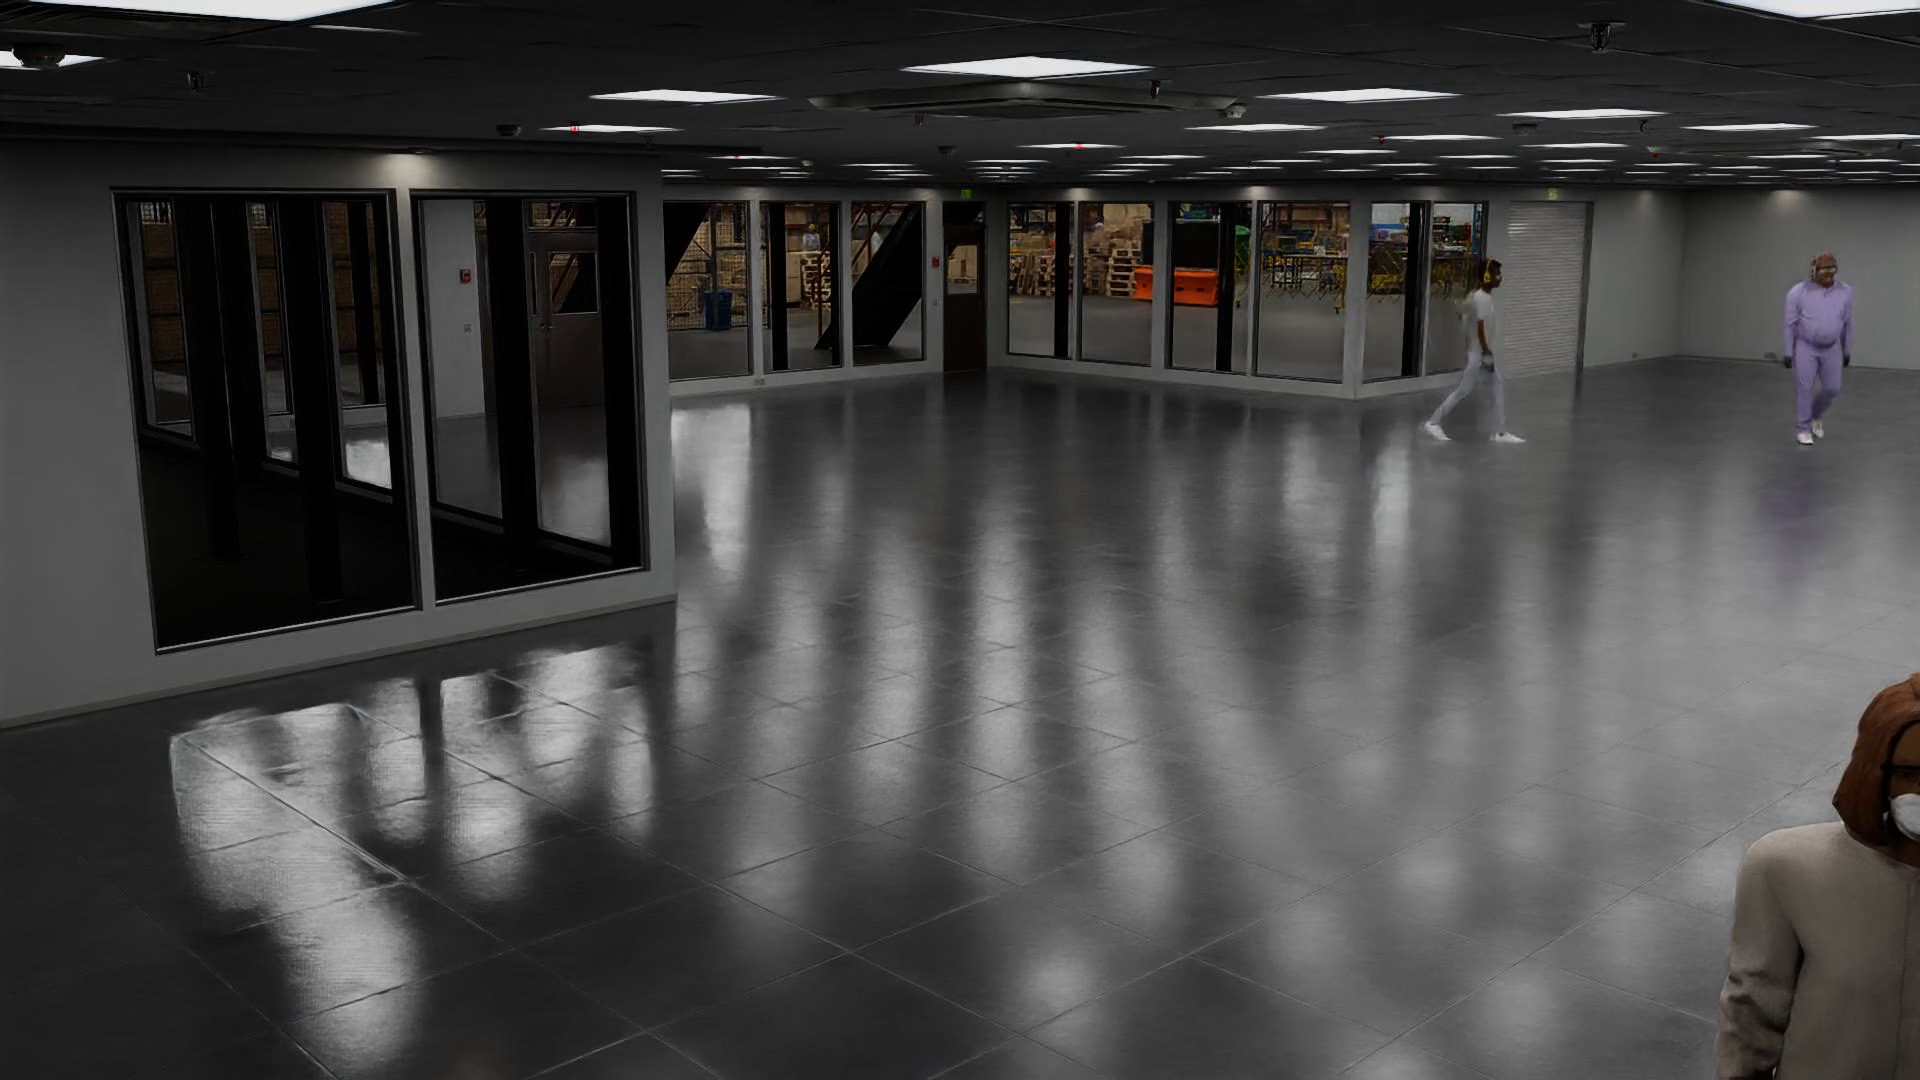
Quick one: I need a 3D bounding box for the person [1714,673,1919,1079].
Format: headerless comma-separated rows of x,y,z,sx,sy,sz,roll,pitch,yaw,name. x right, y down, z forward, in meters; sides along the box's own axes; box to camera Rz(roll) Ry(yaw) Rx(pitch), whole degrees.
1.451,1.004,2.626,0.501,1.633,0.279,5,12,22,person

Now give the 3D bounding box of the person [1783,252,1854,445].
8.473,-1.885,16.431,0.672,1.891,0.445,2,11,8,person

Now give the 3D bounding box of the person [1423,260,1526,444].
5.144,-1.874,16.576,0.958,1.830,0.520,7,13,31,person
